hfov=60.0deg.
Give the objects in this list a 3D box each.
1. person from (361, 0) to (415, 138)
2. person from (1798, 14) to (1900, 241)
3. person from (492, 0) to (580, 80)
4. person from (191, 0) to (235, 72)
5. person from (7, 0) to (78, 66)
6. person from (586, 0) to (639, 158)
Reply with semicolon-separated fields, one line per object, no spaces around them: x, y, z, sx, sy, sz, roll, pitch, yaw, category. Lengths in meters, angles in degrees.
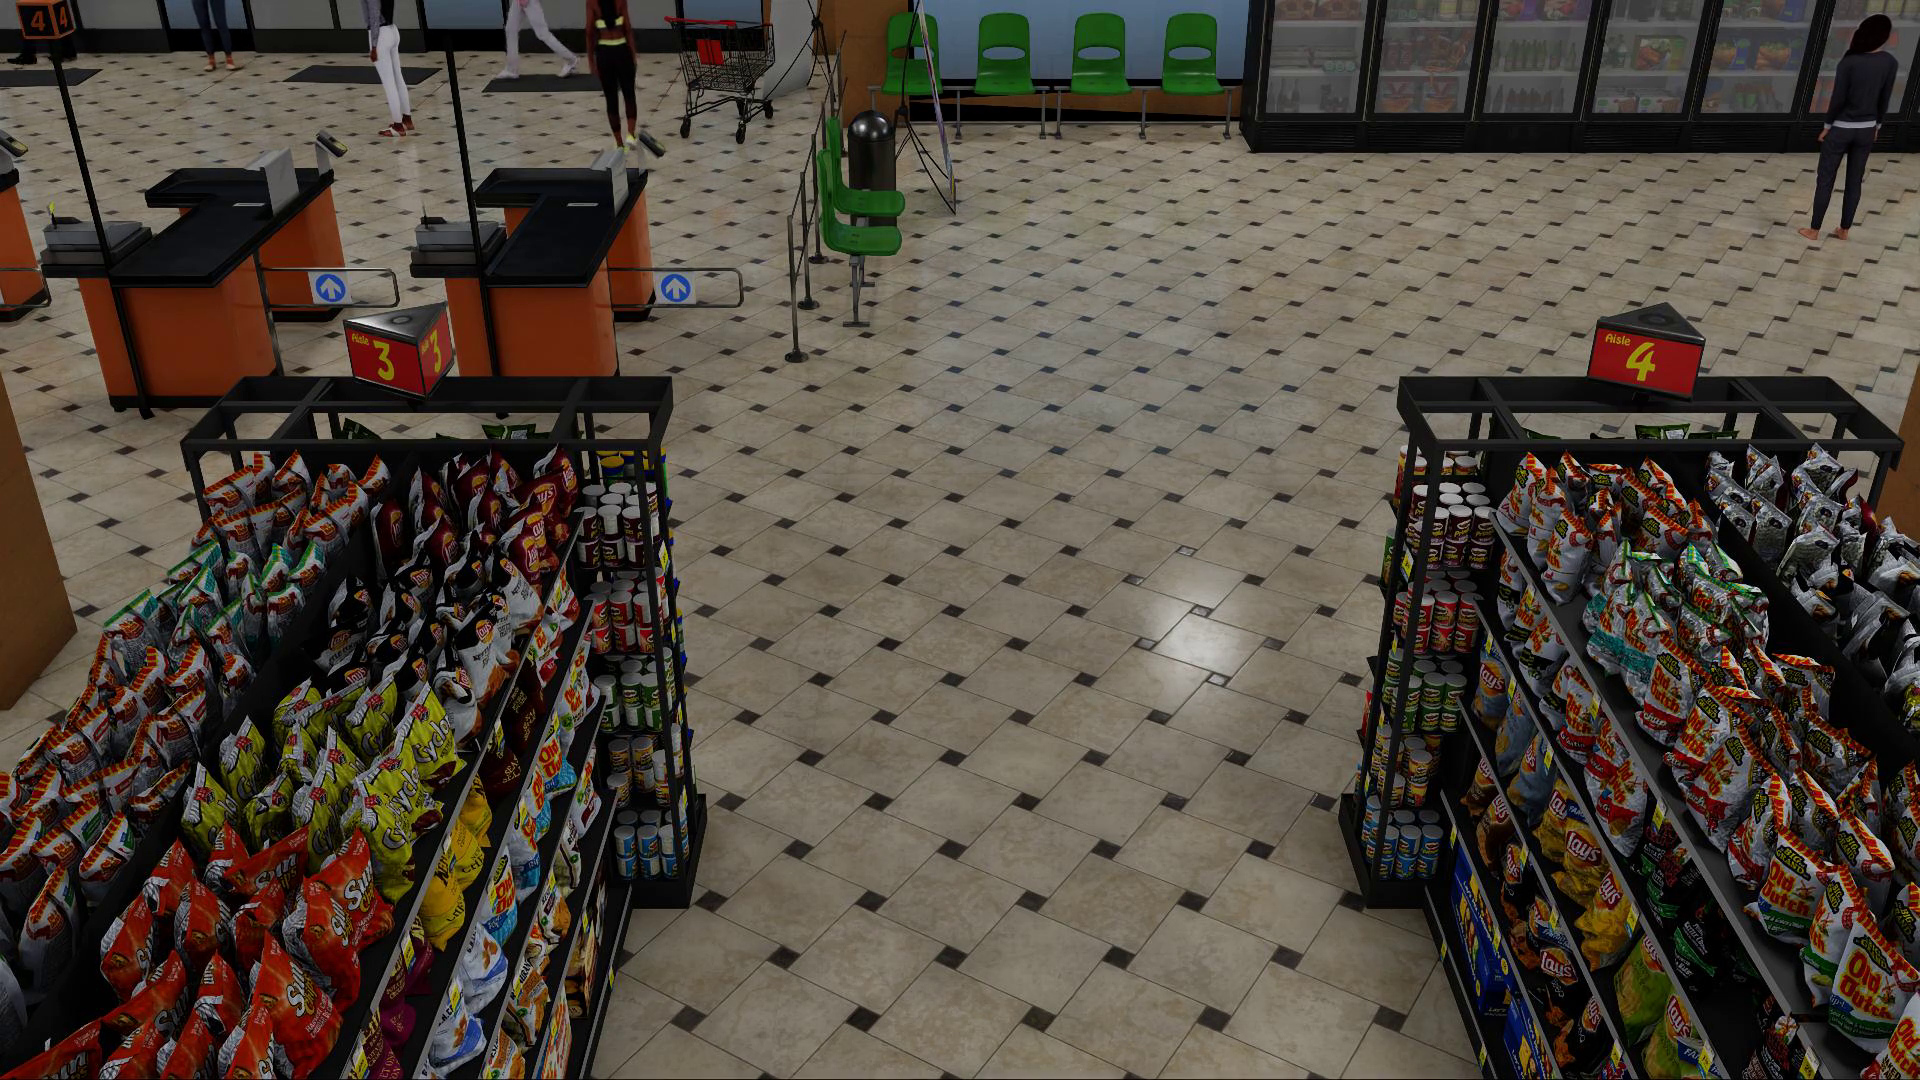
-5.531;-4.777;15.997;0.669;1.725;0.491;3;29;5;person
7.063;-3.255;13.166;0.616;1.768;0.528;2;29;3;person
-4.582;-5.892;17.895;1.038;1.864;1.213;-12;31;-21;person
-8.322;-6.112;18.375;0.620;1.790;0.572;-4;29;-8;person
-10.302;-6.284;18.663;1.052;1.815;1.045;-14;32;-24;person
-3.146;-4.350;15.193;0.693;1.747;0.764;-8;30;-15;person
